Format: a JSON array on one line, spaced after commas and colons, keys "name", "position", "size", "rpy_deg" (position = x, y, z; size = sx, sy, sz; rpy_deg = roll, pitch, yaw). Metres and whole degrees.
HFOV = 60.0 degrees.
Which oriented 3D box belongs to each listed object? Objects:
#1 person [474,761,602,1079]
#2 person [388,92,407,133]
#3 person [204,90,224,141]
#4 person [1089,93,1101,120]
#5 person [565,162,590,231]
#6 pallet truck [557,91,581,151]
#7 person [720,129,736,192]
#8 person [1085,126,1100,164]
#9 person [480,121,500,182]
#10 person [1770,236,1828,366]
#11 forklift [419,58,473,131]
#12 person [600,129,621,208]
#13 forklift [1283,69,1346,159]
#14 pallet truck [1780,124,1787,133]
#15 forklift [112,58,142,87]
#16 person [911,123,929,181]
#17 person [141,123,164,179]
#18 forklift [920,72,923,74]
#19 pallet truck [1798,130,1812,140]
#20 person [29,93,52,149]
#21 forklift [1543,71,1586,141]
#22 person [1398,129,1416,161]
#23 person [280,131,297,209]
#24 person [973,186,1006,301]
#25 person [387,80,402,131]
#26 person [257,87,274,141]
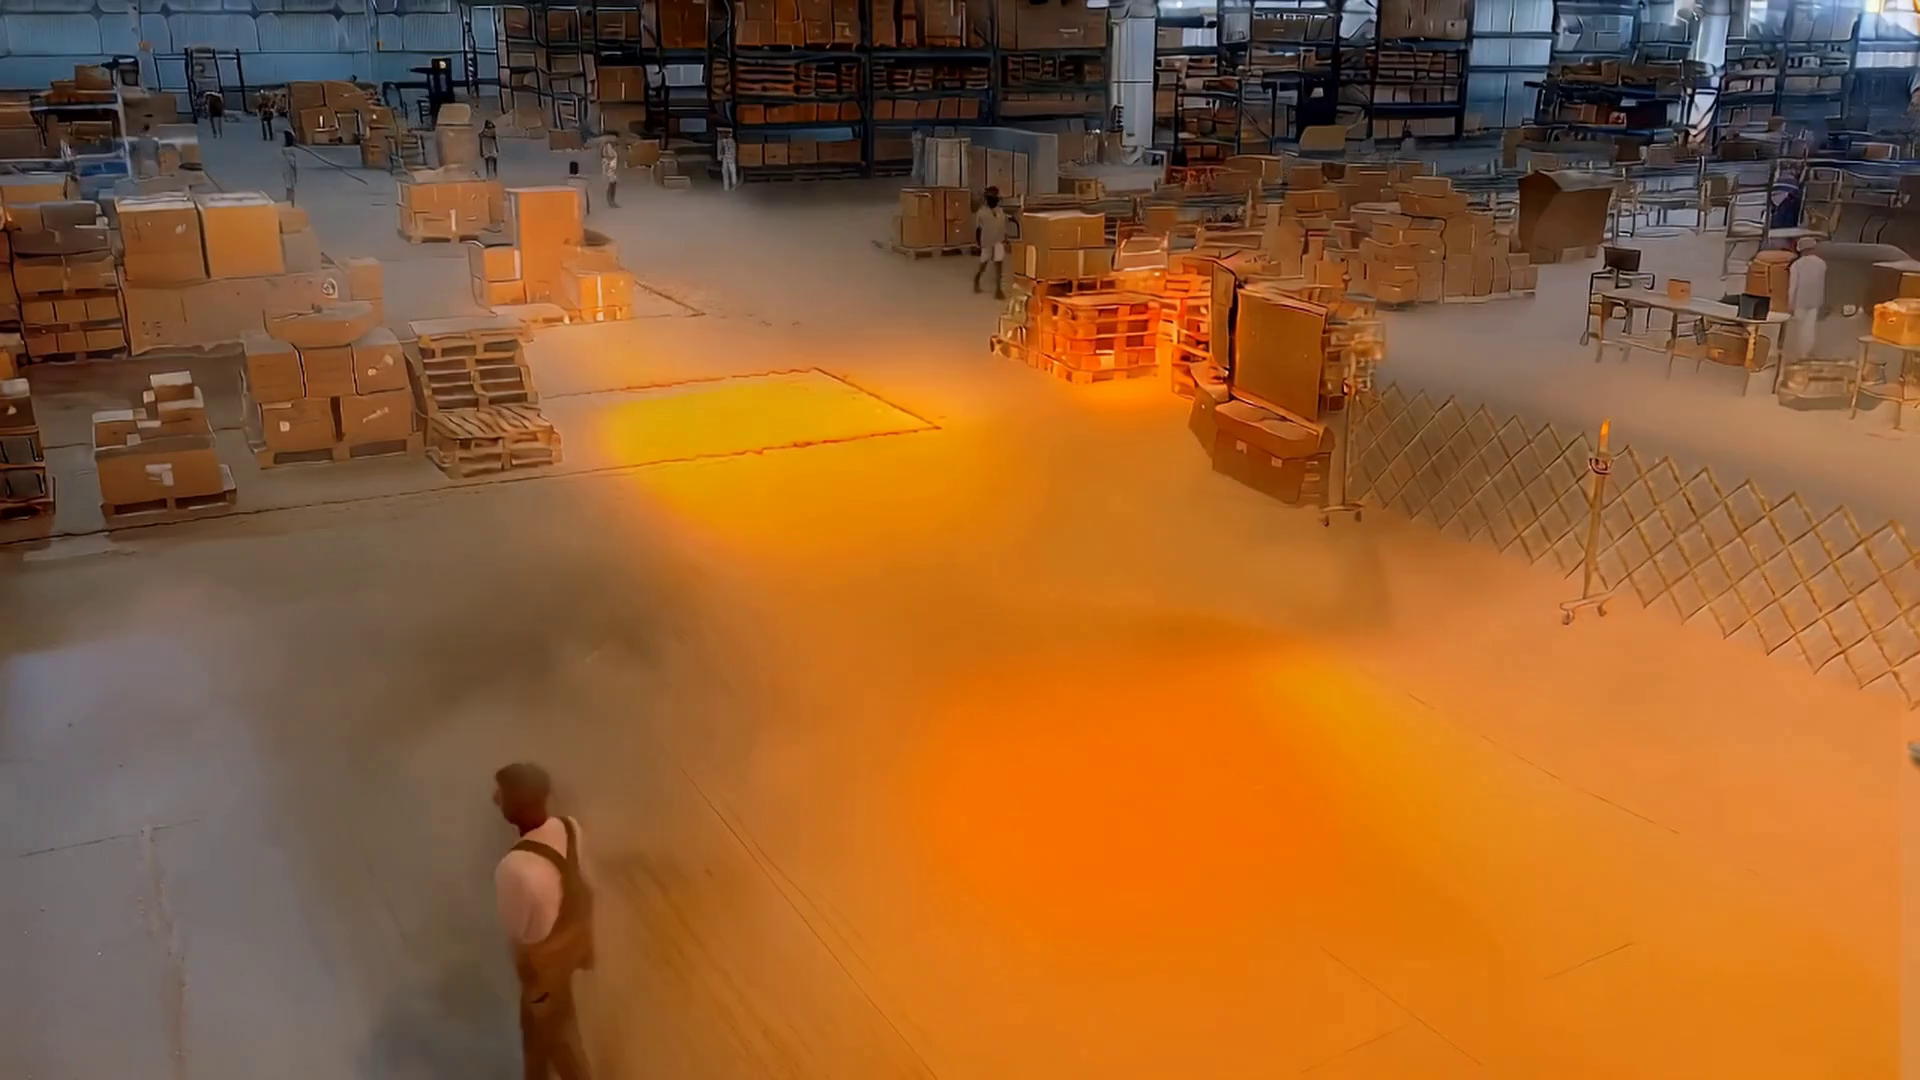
[{"name": "person", "position": [-1.830, 1.774, 7.007], "size": [0.771, 1.815, 0.521], "rpy_deg": [5, 18, 15]}, {"name": "person", "position": [-19.675, -14.718, 58.287], "size": [0.592, 1.910, 0.386], "rpy_deg": [-6, 19, -18]}, {"name": "person", "position": [-27.603, -15.716, 61.518], "size": [0.430, 1.837, 0.620], "rpy_deg": [15, 23, 39]}, {"name": "person", "position": [5.131, -16.201, 62.783], "size": [0.604, 2.004, 1.052], "rpy_deg": [-3, 18, -10]}, {"name": "person", "position": [-7.588, -6.601, 33.141], "size": [0.511, 1.832, 0.987], "rpy_deg": [-8, 19, -24]}, {"name": "pallet truck", "position": [-13.495, -14.412, 57.188], "size": [0.823, 1.965, 1.885], "rpy_deg": [-3, 18, -9]}, {"name": "person", "position": [-6.188, -10.130, 44.415], "size": [0.307, 1.641, 0.512], "rpy_deg": [14, 23, 37]}, {"name": "person", "position": [3.543, -9.984, 43.755], "size": [0.533, 1.768, 0.311], "rpy_deg": [15, 23, 39]}, {"name": "person", "position": [-13.295, -10.980, 46.988], "size": [0.322, 1.691, 0.532], "rpy_deg": [14, 23, 38]}, {"name": "person", "position": [11.462, -3.216, 22.620], "size": [0.585, 1.786, 0.710], "rpy_deg": [-3, 18, -10]}, {"name": "forklift", "position": [-20.382, -17.626, 65.786], "size": [1.873, 2.768, 1.129], "rpy_deg": [6, 19, 17]}, {"name": "person", "position": [-8.550, -9.089, 40.721], "size": [0.514, 1.915, 0.576], "rpy_deg": [2, 18, 5]}, {"name": "forklift", "position": [11.615, -13.871, 54.079], "size": [1.129, 2.768, 1.873], "rpy_deg": [-9, 20, -27]}, {"name": "pallet truck", "position": [25.206, -12.542, 52.601], "size": [1.601, 1.201, 0.680], "rpy_deg": [0, 18, -2]}, {"name": "forklift", "position": [-32.978, -17.738, 66.135], "size": [1.129, 2.768, 1.873], "rpy_deg": [-1, 18, -2]}, {"name": "person", "position": [-1.165, -10.976, 47.081], "size": [0.439, 1.625, 0.517], "rpy_deg": [-9, 20, -27]}, {"name": "person", "position": [-20.649, -9.708, 42.689], "size": [0.963, 1.898, 0.664], "rpy_deg": [-10, 20, -28]}, {"name": "forklift", "position": [-1.395, -13.233, 52.088], "size": [1.873, 2.768, 1.129], "rpy_deg": [-9, 20, -26]}, {"name": "pallet truck", "position": [25.526, -11.556, 49.408], "size": [1.630, 1.274, 0.653], "rpy_deg": [-9, 20, -26]}, {"name": "person", "position": [-31.876, -14.534, 57.725], "size": [0.638, 1.905, 0.885], "rpy_deg": [-9, 20, -27]}, {"name": "forklift", "position": [18.685, -13.231, 52.085], "size": [1.873, 2.768, 1.129], "rpy_deg": [-9, 20, -26]}, {"name": "person", "position": [12.151, -10.348, 45.149], "size": [0.601, 1.587, 0.520], "rpy_deg": [14, 22, 37]}, {"name": "person", "position": [-15.923, -8.717, 39.507], "size": [0.382, 1.958, 0.606], "rpy_deg": [-12, 21, -33]}, {"name": "person", "position": [0.490, -5.048, 28.171], "size": [0.551, 1.903, 0.931], "rpy_deg": [-7, 19, -22]}, {"name": "person", "position": [-22.438, -17.236, 65.998], "size": [0.378, 1.995, 0.612], "rpy_deg": [15, 23, 38]}, {"name": "person", "position": [-25.569, -15.667, 61.212], "size": [0.543, 1.928, 0.372], "rpy_deg": [-1, 18, -4]}]
